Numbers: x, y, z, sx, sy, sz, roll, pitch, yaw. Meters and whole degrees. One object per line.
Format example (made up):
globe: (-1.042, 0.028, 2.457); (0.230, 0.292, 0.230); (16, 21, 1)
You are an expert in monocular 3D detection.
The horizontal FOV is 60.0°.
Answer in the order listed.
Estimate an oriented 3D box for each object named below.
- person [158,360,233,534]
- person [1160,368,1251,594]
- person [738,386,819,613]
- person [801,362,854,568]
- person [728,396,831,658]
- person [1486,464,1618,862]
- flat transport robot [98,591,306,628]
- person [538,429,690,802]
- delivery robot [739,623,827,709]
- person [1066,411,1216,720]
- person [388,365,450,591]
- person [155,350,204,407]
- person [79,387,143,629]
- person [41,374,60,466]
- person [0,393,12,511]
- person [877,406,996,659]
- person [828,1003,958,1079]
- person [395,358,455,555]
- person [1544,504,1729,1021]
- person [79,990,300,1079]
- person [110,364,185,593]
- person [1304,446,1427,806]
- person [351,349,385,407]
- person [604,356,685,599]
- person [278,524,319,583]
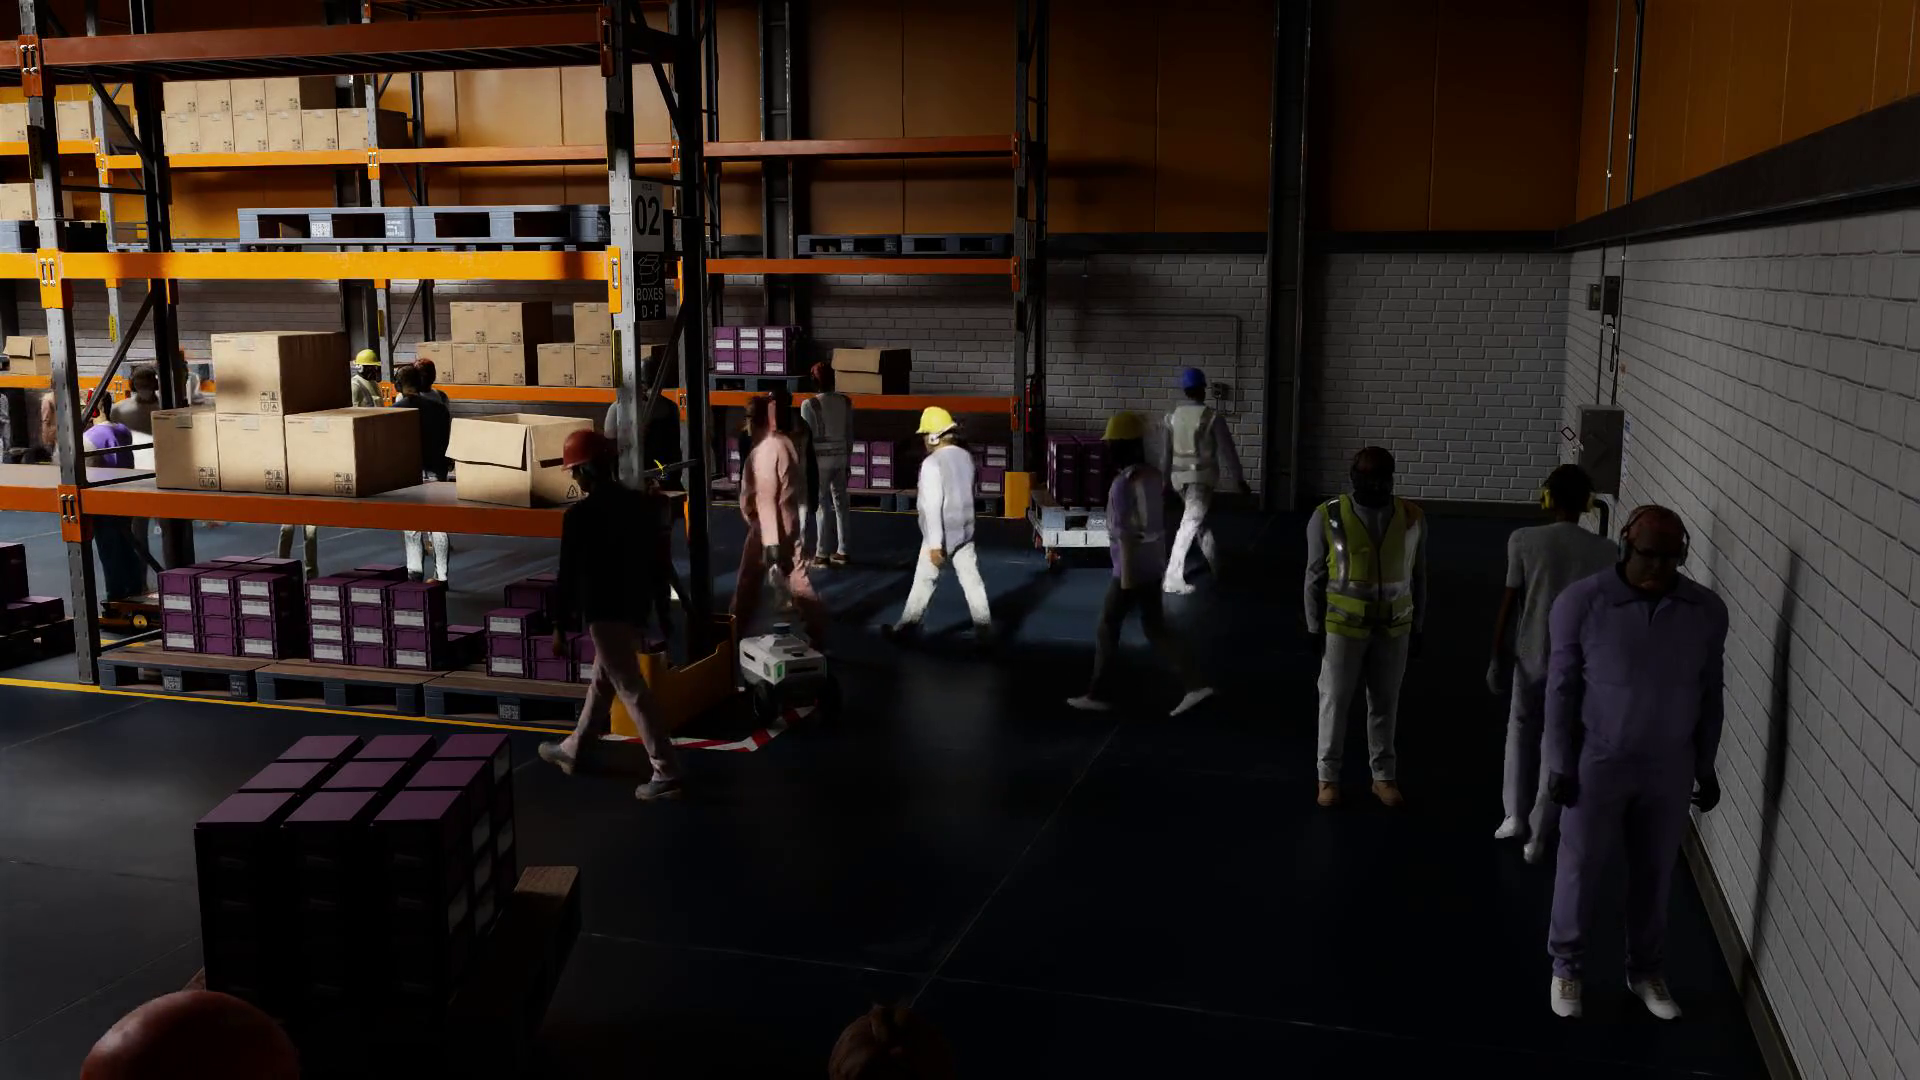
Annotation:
person: (-7.915, -0.964, 17.110); (0.796, 1.820, 0.523); (-1, 9, -9)
person: (2.044, -0.505, 14.125); (1.010, 1.884, 0.692); (-7, 12, -38)
person: (-1.487, -0.346, 13.394); (0.677, 1.811, 0.736); (-5, 11, -29)
person: (-1.219, -0.684, 15.204); (0.575, 1.886, 0.361); (-8, 12, -41)
person: (-1.356, -0.071, 11.560); (0.992, 1.855, 0.666); (3, 10, 15)
person: (2.730, 0.570, 7.709); (0.551, 1.834, 0.467); (2, 10, 14)
flat transport robot: (-5.764, 0.534, 12.692); (1.431, 0.197, 0.652); (2, 10, 15)
person: (-1.833, 0.382, 8.671); (1.132, 1.907, 0.643); (5, 11, 28)
delivery robot: (-1.093, 0.752, 10.211); (0.477, 0.478, 0.707); (-5, 11, -27)
person: (1.134, 0.159, 10.110); (0.916, 1.887, 0.612); (6, 11, 30)
person: (-4.545, -0.496, 13.919); (0.370, 1.934, 0.627); (7, 12, 37)
person: (-8.831, -1.278, 18.743); (0.439, 1.909, 0.565); (9, 13, 42)
person: (-6.462, -0.245, 12.686); (0.380, 1.836, 0.560); (0, 9, 1)
person: (-10.093, -1.105, 18.569); (0.578, 1.613, 0.559); (1, 9, 5)
person: (-10.995, -1.139, 18.776); (0.520, 1.617, 0.493); (-5, 11, -29)
person: (-0.130, -0.057, 11.740); (0.975, 1.766, 0.623); (7, 12, 36)
person: (-0.105, 1.508, 2.613); (0.497, 1.633, 0.283); (-1, 9, -6)
person: (-5.100, -0.793, 15.885); (0.337, 1.879, 0.584); (7, 11, 35)
person: (2.453, 0.812, 6.048); (0.643, 1.901, 0.400); (1, 9, 4)
person: (-0.824, 1.489, 1.843); (0.816, 1.930, 0.682); (1, 9, 6)
person: (-6.796, -0.507, 13.970); (0.635, 1.937, 0.356); (-4, 10, -24)
person: (2.066, 0.442, 8.469); (0.633, 1.846, 0.429); (0, 9, -2)
person: (-6.610, -1.214, 18.603); (0.404, 1.827, 0.600); (0, 9, 3)
person: (-2.509, -0.497, 13.591); (0.676, 2.000, 0.536); (-9, 13, -44)
person: (-5.495, -0.453, 13.865); (0.329, 1.865, 0.513); (8, 12, 40)
